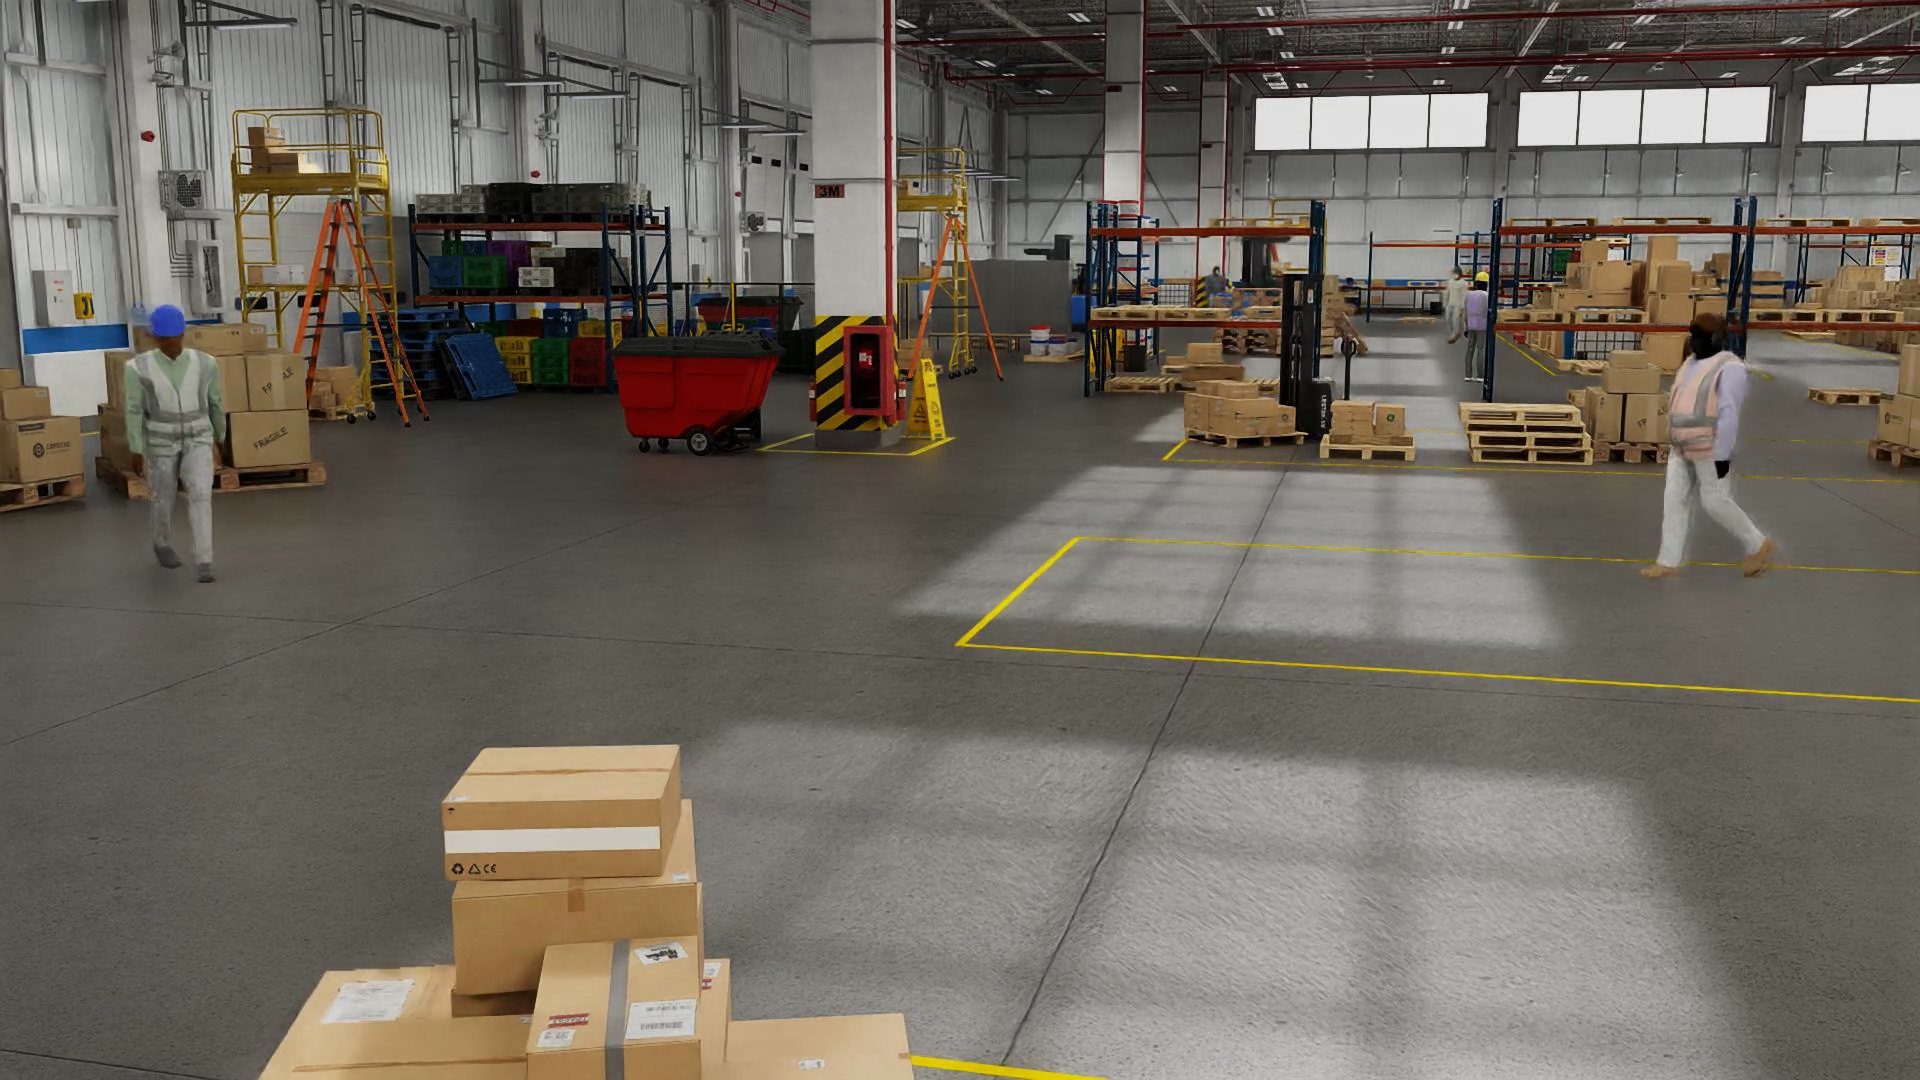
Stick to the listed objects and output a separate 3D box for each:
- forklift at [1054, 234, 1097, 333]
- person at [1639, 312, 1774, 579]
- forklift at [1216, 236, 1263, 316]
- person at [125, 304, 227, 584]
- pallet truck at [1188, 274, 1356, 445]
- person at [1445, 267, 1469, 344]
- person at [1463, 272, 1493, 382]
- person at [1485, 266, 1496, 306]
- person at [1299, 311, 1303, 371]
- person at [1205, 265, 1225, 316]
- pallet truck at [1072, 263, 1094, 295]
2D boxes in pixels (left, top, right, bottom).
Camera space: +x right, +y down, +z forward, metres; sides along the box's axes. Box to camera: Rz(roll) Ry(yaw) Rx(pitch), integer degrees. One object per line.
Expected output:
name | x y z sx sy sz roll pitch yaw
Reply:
forklift | 2.933 -7.338 47.611 1.873 2.768 1.129 2 10 14
person | 5.079 -0.621 11.194 0.823 1.823 0.625 -2 10 -9
forklift | 8.887 -7.890 50.857 1.873 2.768 1.129 -2 10 -14
person | -5.366 -0.680 11.378 0.647 1.885 0.985 -6 11 -32
pallet truck | 3.653 -2.138 19.590 1.885 1.965 0.823 -4 10 -20
person | 12.583 -5.933 42.141 0.772 1.923 0.728 -7 12 -37
person | 9.094 -3.725 29.142 0.371 1.923 0.595 -7 12 -35
person | 15.883 -7.272 50.034 0.549 1.925 0.584 3 10 15
person | 6.744 -4.101 31.930 0.484 1.736 0.347 -8 13 -41
person | 8.249 -7.888 53.666 0.653 1.921 0.447 -1 10 -6
pallet truck | 4.325 -8.180 55.162 0.823 1.965 1.885 6 11 31
